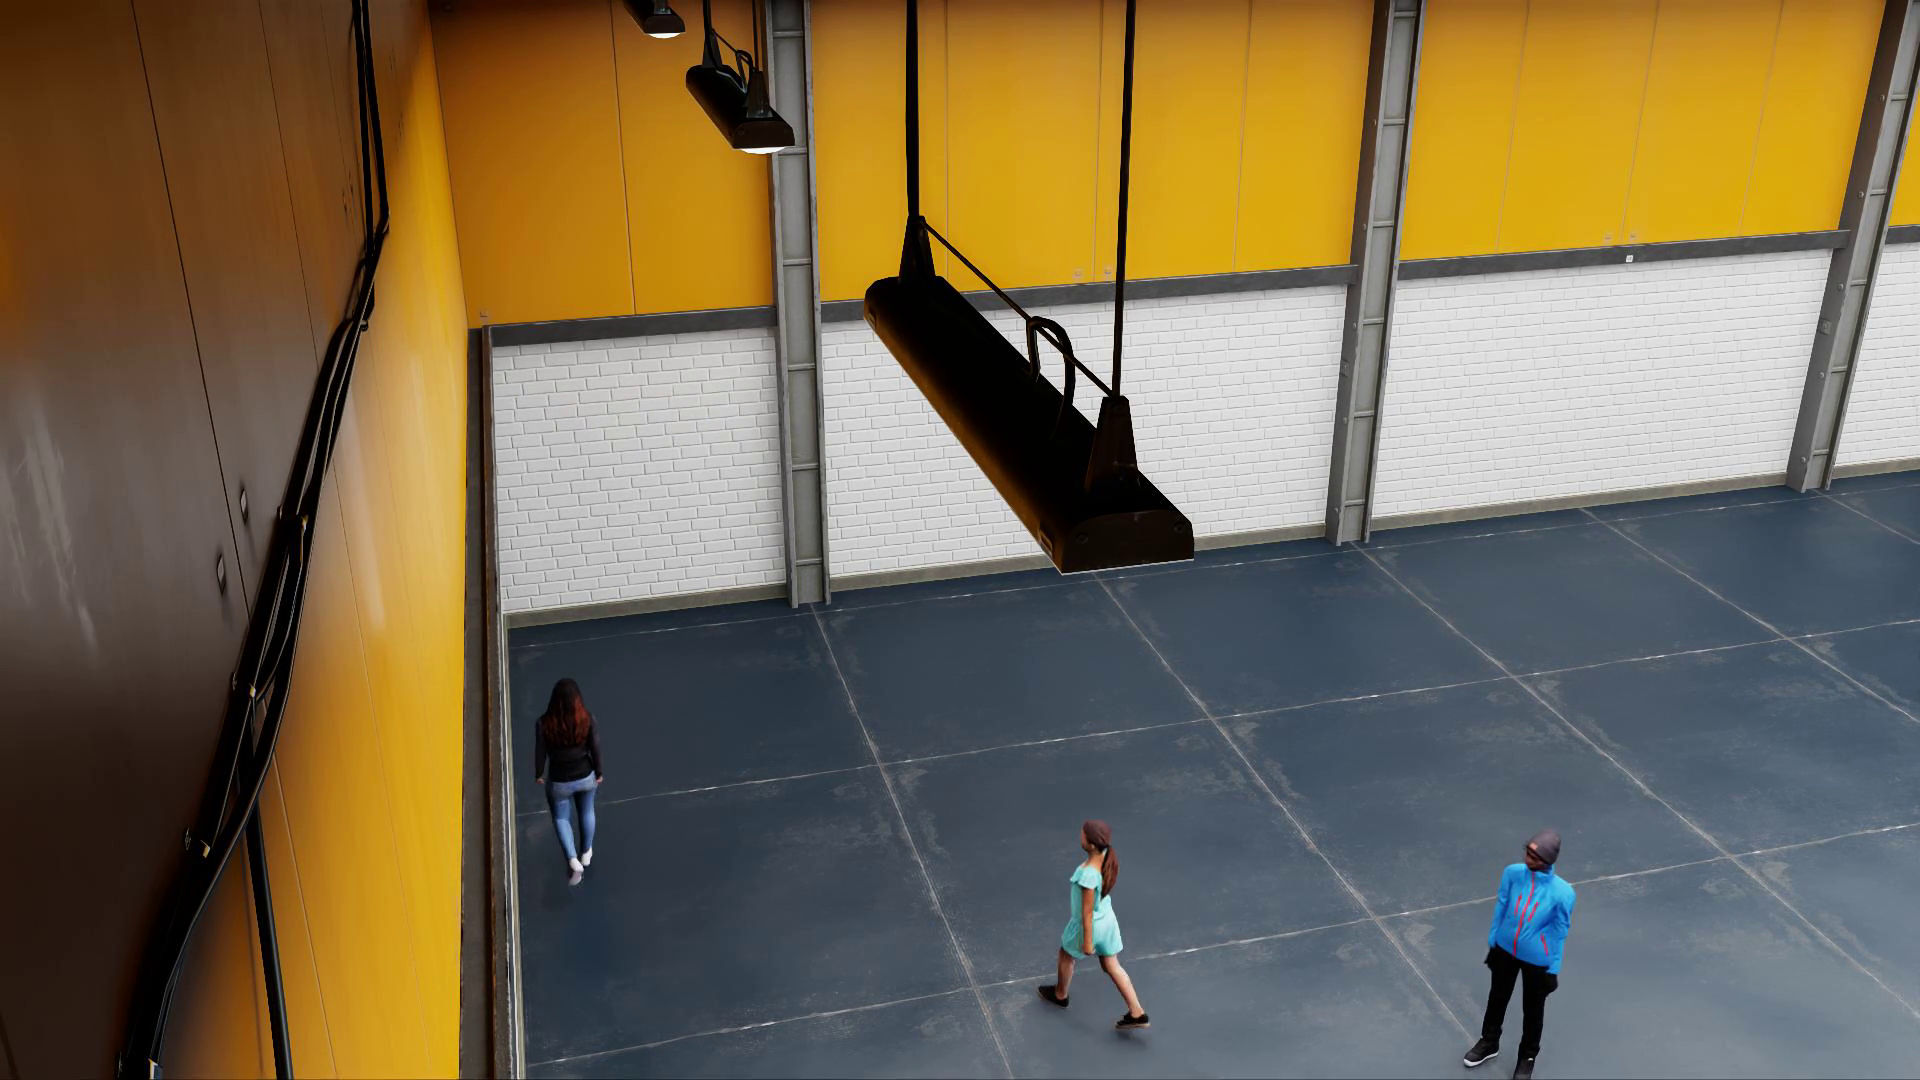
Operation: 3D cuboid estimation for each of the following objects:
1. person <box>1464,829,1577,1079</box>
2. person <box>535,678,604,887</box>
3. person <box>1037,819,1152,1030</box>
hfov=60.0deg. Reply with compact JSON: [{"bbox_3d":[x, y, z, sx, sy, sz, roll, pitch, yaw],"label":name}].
[{"bbox_3d":[3.491,2.532,10.243,0.701,1.800,0.721,20,30,38],"label":"person"},{"bbox_3d":[-2.848,1.785,12.181,0.855,1.617,0.723,-7,25,-16],"label":"person"},{"bbox_3d":[0.926,2.490,10.681,1.032,1.525,1.058,17,29,34],"label":"person"}]
